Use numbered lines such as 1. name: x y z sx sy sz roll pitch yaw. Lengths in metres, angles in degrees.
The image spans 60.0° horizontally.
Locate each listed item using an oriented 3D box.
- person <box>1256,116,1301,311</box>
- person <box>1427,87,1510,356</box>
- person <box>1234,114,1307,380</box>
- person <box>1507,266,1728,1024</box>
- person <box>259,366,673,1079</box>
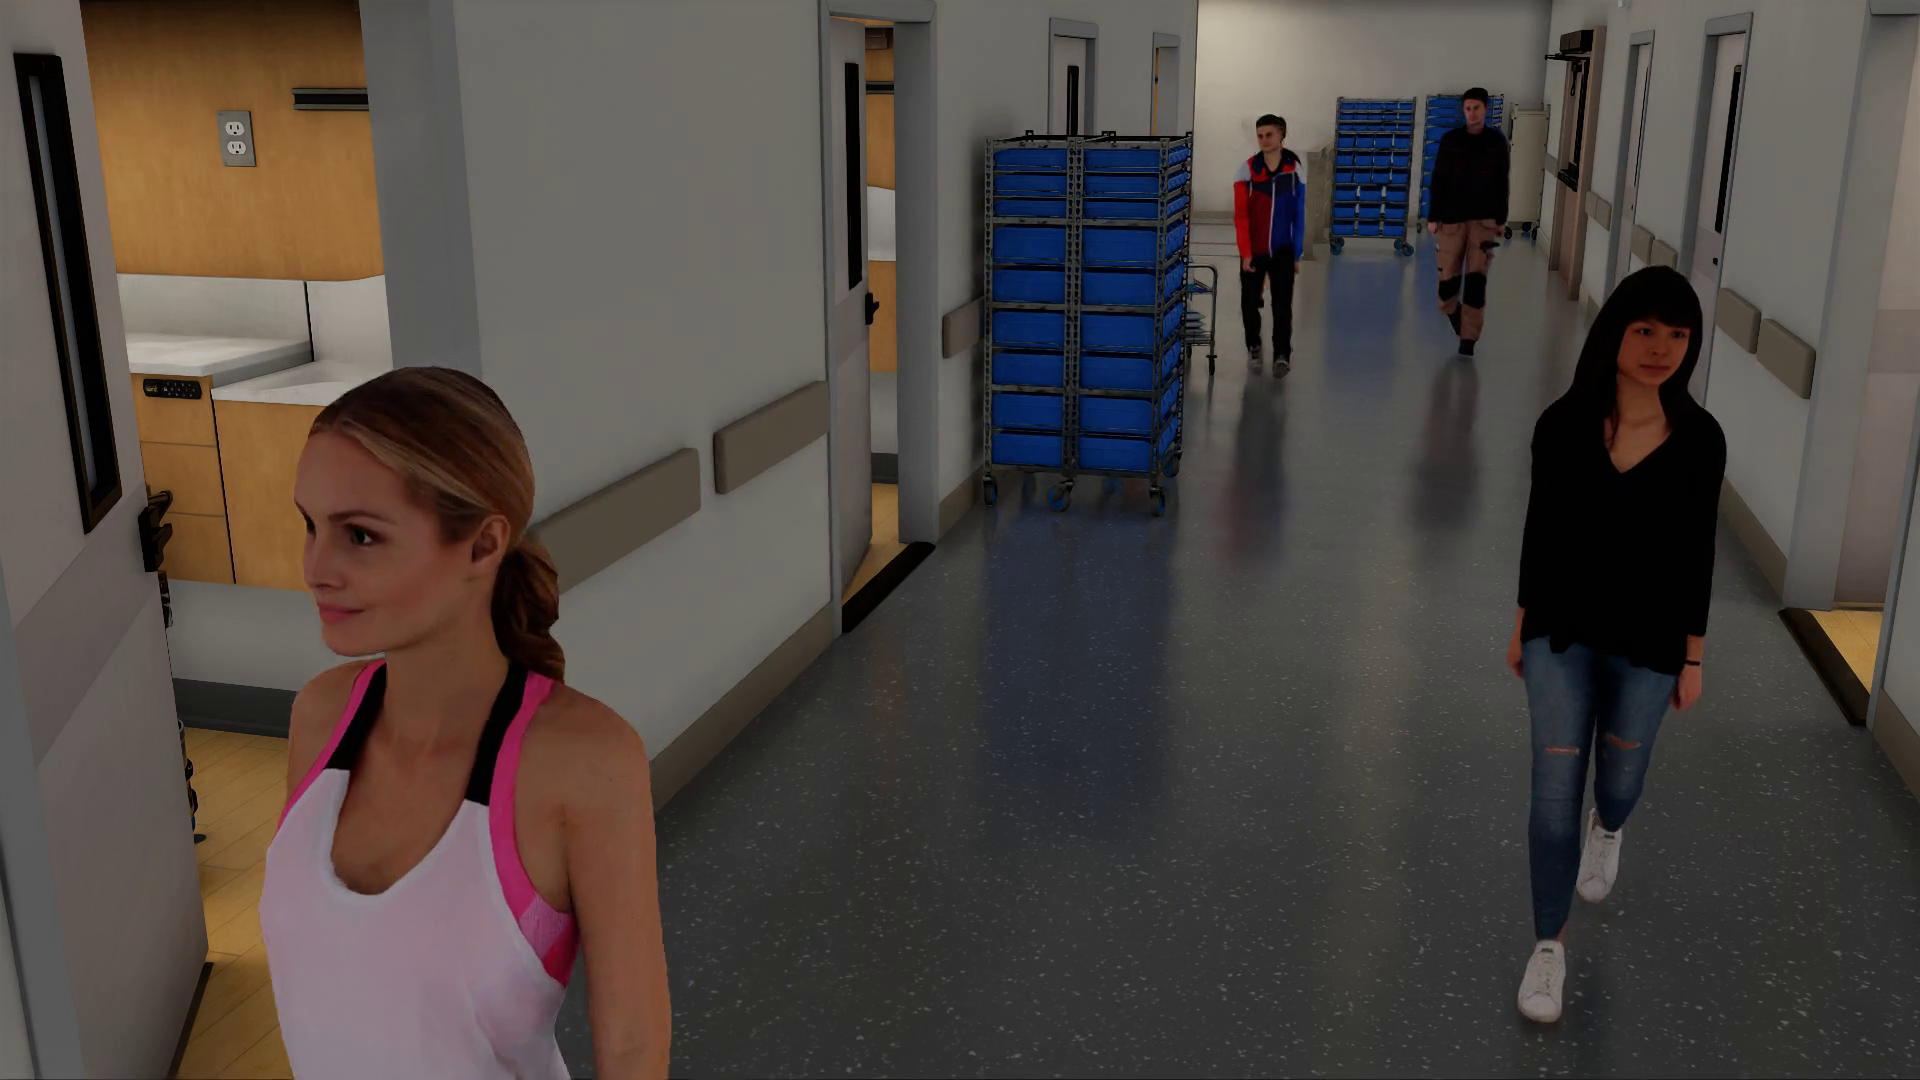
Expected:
1. person: 2.673 -2.704 14.043 0.870 1.635 1.165 -2 16 -6
2. person: 3.729 -2.325 12.208 0.748 1.900 1.084 2 16 7
3. person: 2.046 -1.948 11.238 0.812 1.701 1.254 1 16 2
4. person: 1.468 0.206 3.761 0.655 1.614 1.077 6 17 20
5. person: -0.435 0.697 1.725 0.780 1.772 1.046 8 18 27
